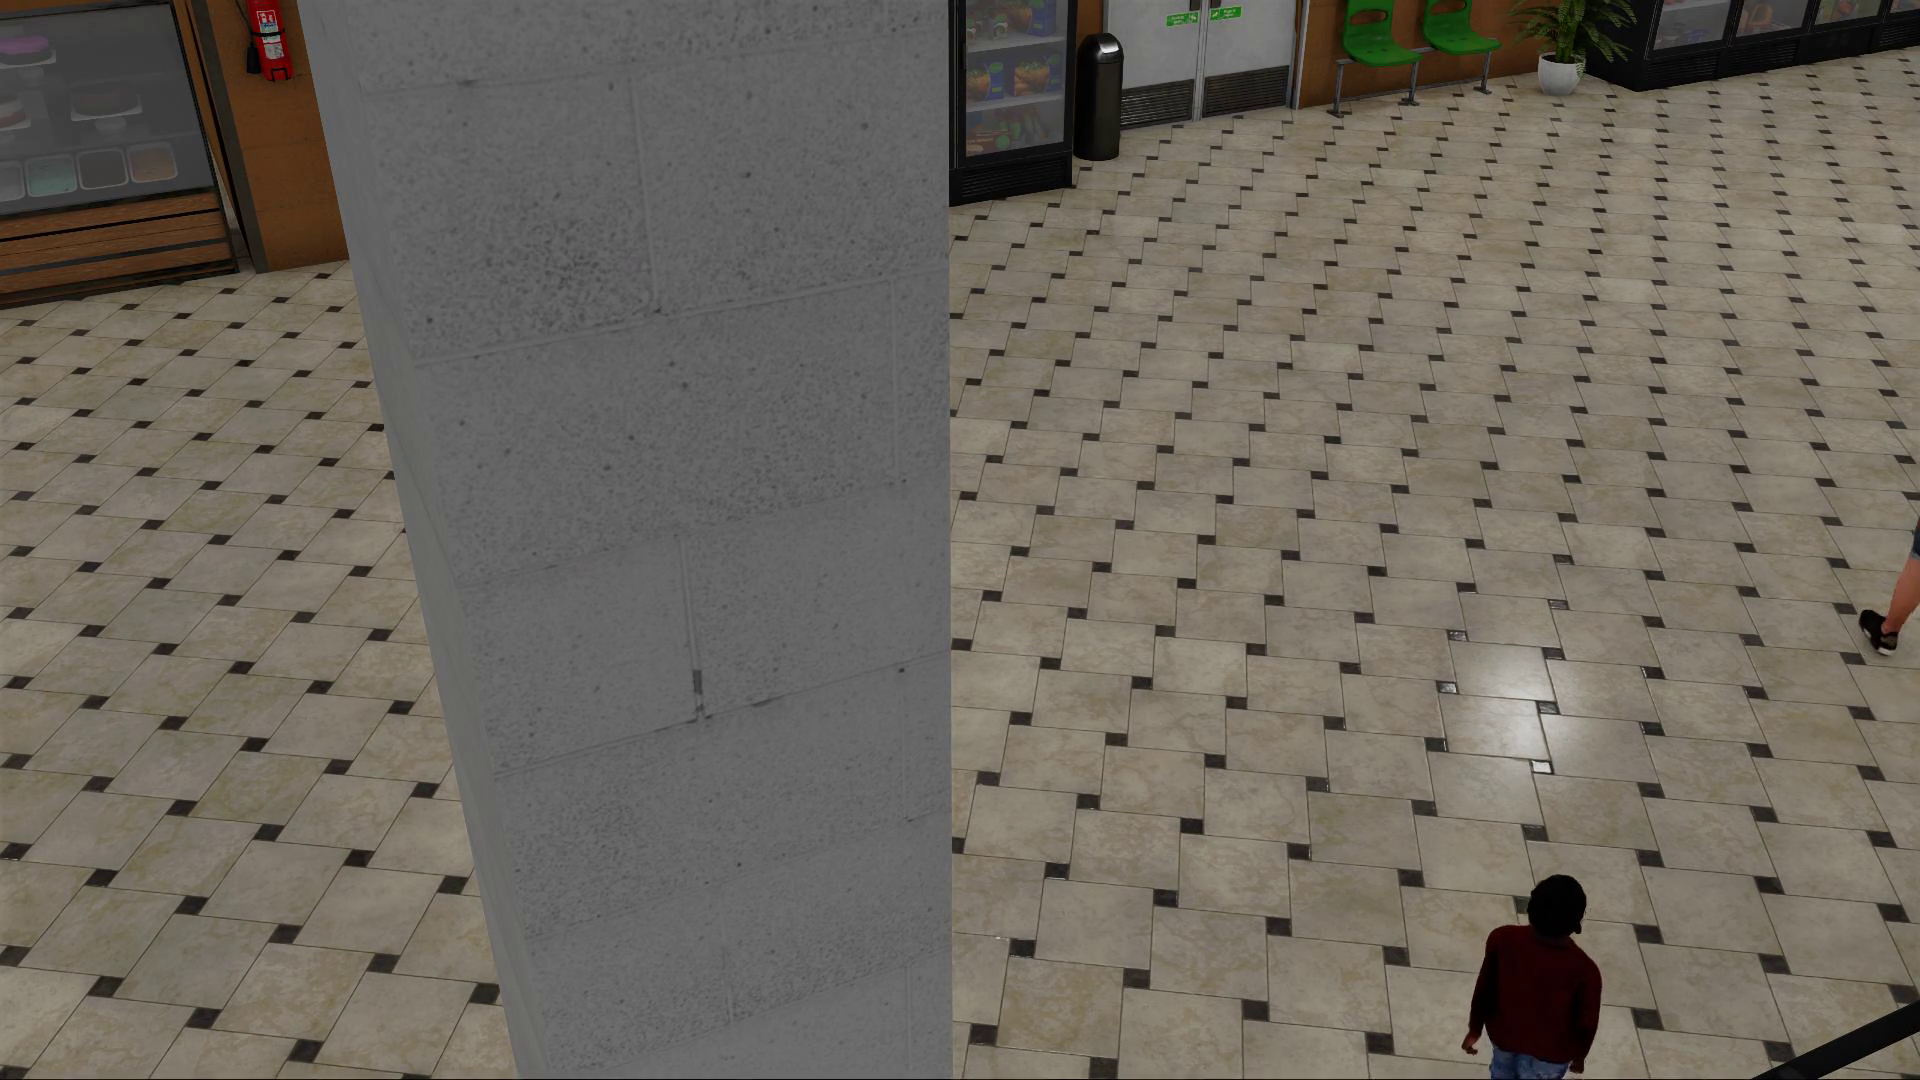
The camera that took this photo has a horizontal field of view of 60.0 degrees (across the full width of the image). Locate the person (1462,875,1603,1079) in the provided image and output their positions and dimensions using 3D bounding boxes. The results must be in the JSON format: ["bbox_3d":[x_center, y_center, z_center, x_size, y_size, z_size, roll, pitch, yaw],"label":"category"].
[{"bbox_3d":[1.712,1.550,5.055,0.893,1.234,0.807,23,38,32],"label":"person"}]
